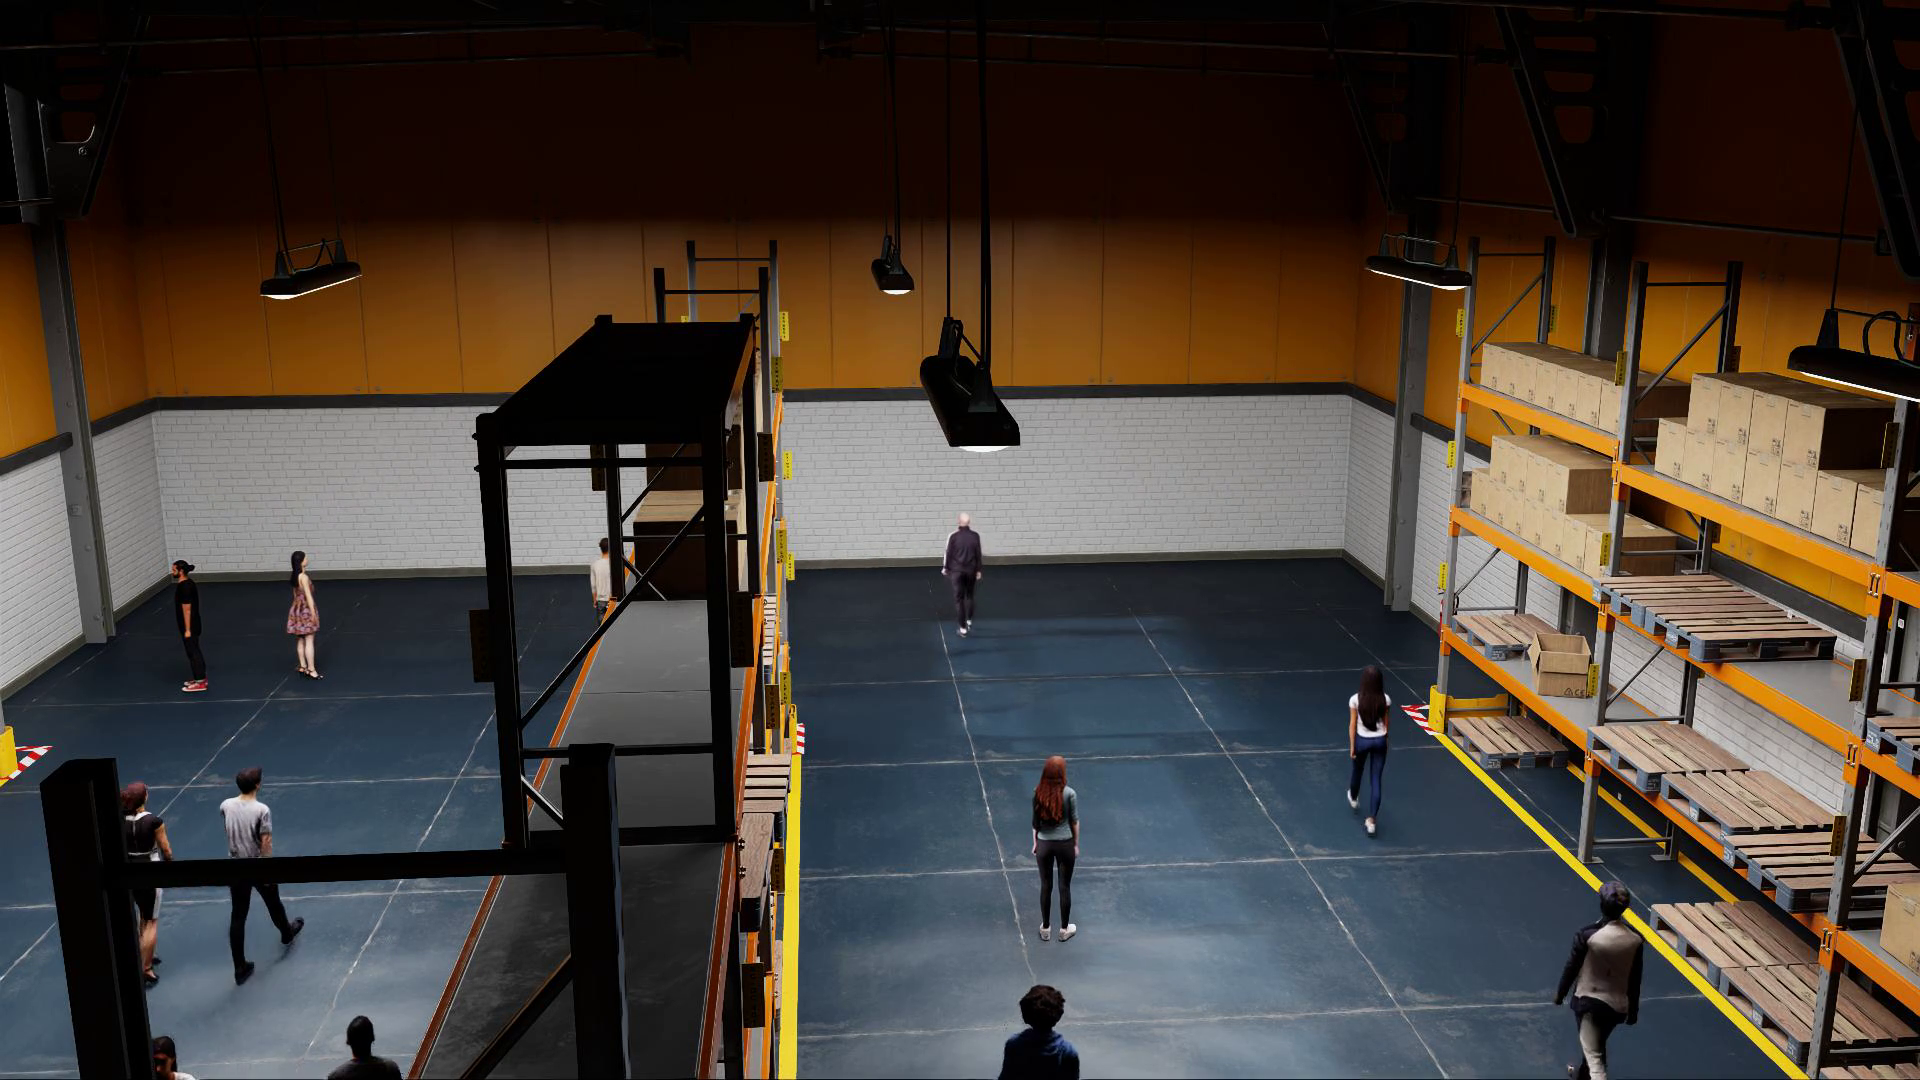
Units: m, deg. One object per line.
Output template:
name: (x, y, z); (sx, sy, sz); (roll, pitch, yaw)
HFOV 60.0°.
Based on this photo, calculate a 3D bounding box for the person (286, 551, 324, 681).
person: (-8.783, 1.007, 22.305); (0.800, 1.773, 0.865); (13, 19, 42)

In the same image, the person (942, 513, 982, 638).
person: (0.070, 0.527, 24.197); (0.805, 1.816, 0.959); (-5, 14, -18)

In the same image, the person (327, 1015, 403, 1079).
person: (-3.728, 3.894, 10.508); (0.760, 1.714, 1.164); (-3, 14, -14)

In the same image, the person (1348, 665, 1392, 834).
person: (4.317, 2.218, 17.411); (0.736, 1.724, 1.151); (1, 14, 5)

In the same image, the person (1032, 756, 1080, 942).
person: (0.860, 2.783, 15.037); (0.643, 1.742, 0.634); (3, 14, 13)

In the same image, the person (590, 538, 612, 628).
person: (-4.824, 0.861, 22.837); (0.723, 1.806, 0.671); (3, 14, 14)

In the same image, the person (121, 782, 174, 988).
person: (-6.998, 2.969, 14.189); (0.615, 1.779, 0.728); (0, 14, 2)

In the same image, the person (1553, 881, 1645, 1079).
person: (4.680, 3.446, 12.082); (0.695, 1.845, 1.183); (-1, 14, -3)

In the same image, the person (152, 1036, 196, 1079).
person: (-5.056, 3.918, 10.671); (0.627, 1.592, 1.101); (-2, 14, -9)

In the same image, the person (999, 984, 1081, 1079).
person: (0.480, 3.792, 10.791); (0.858, 1.780, 1.201); (2, 14, 8)

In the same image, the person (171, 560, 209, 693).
person: (-10.129, 1.117, 21.888); (0.745, 1.756, 0.603); (-6, 15, -24)

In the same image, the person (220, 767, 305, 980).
person: (-6.193, 2.904, 14.373); (0.860, 1.819, 1.218); (2, 14, 7)
